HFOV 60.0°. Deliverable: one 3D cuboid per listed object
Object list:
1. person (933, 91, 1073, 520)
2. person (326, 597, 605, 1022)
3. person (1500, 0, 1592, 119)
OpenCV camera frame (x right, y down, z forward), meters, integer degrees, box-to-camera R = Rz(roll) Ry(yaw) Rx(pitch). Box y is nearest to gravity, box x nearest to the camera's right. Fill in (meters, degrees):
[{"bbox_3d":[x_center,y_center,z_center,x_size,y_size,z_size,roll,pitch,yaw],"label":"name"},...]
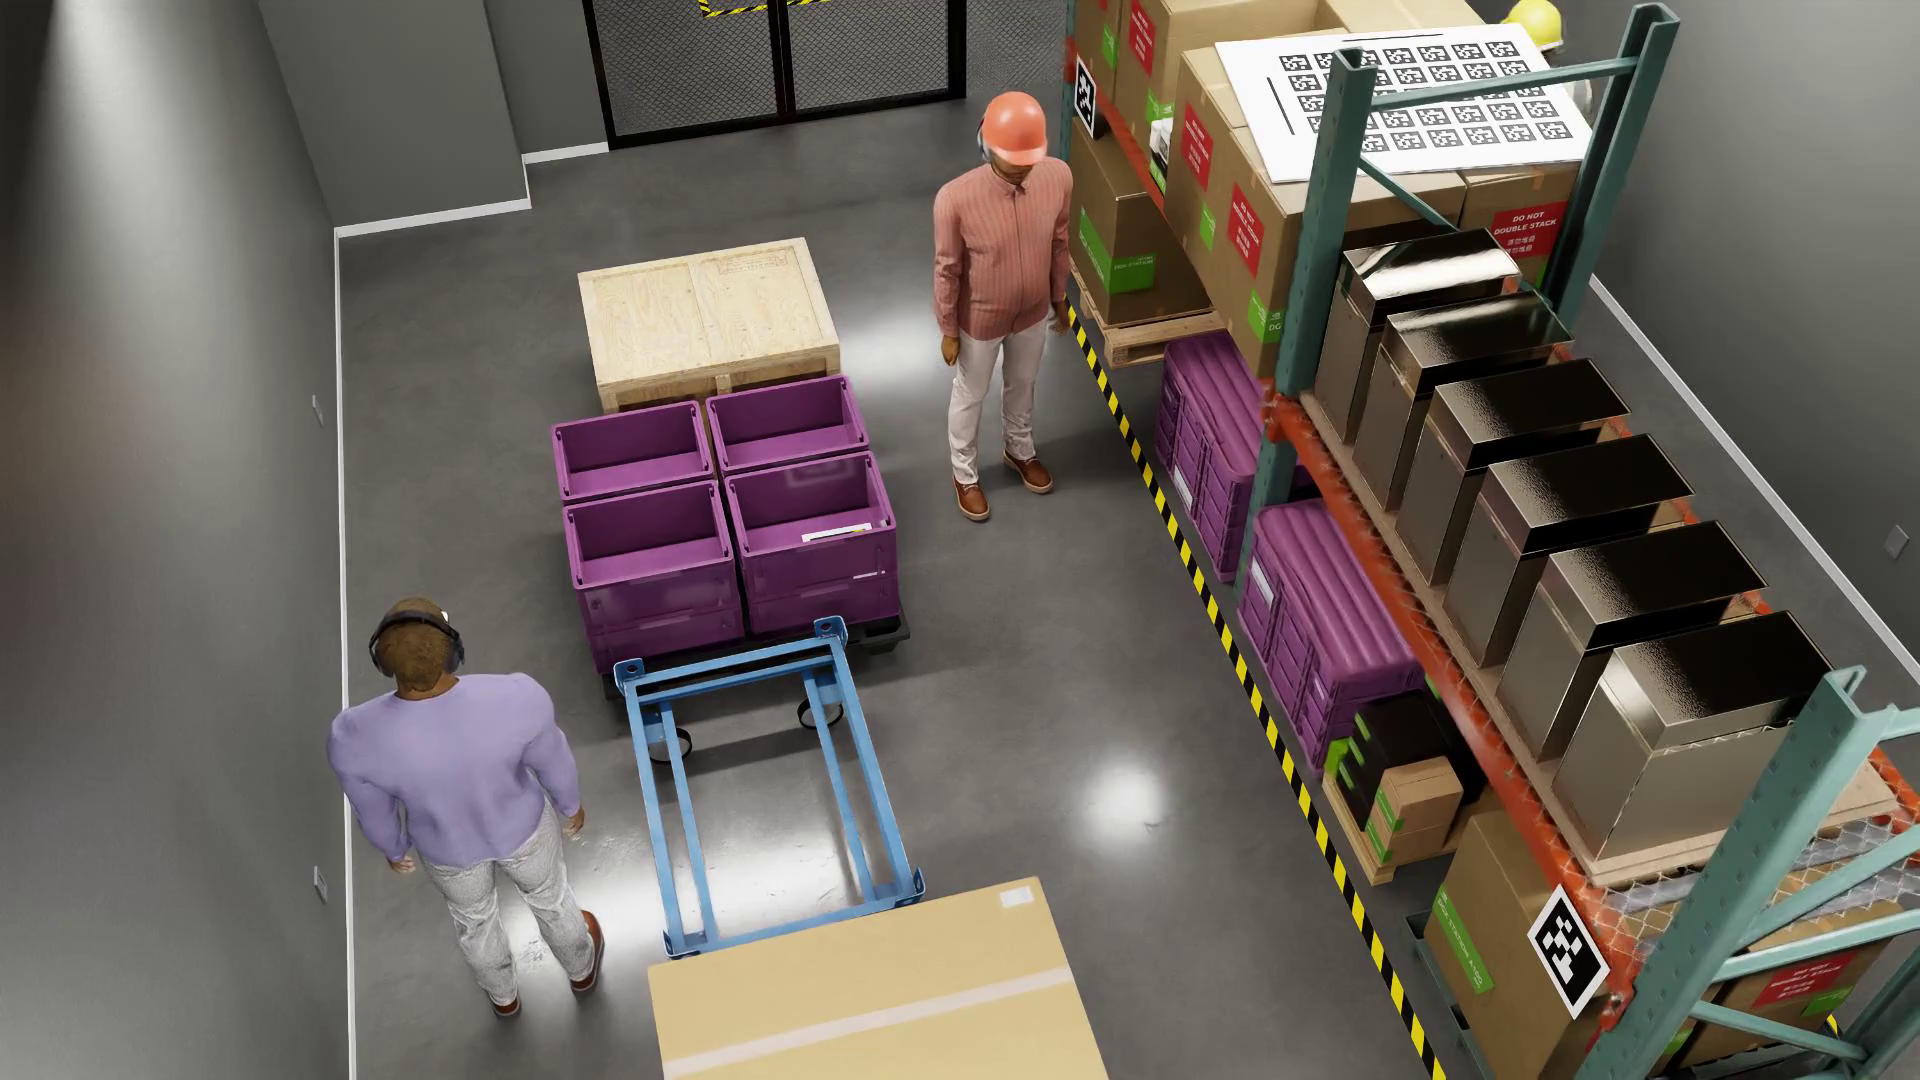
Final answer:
[{"bbox_3d":[0.180,-0.926,6.701,0.608,1.993,0.379,-22,51,-19],"label":"person"},{"bbox_3d":[-1.464,0.866,5.091,0.636,1.938,0.355,-13,49,-12],"label":"person"},{"bbox_3d":[2.355,-1.623,7.471,0.612,1.788,0.932,-13,49,-12],"label":"person"}]
